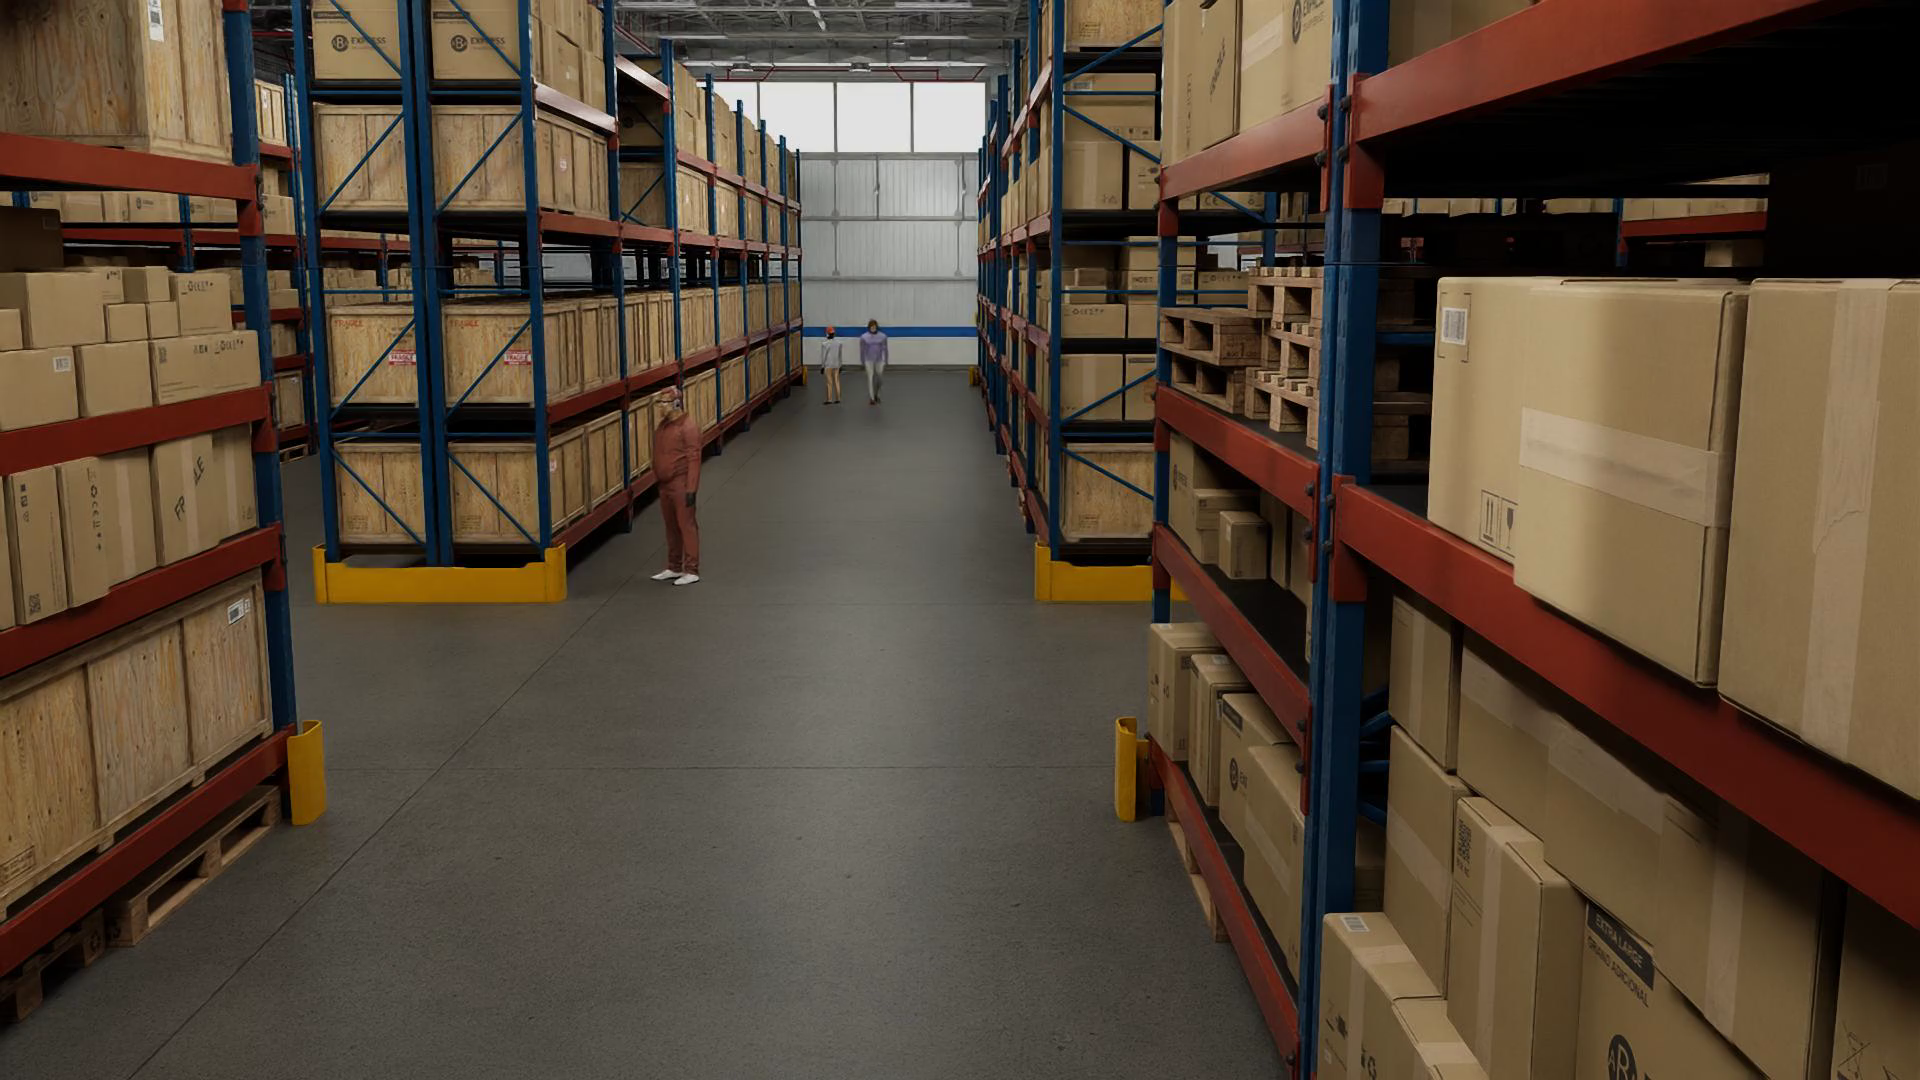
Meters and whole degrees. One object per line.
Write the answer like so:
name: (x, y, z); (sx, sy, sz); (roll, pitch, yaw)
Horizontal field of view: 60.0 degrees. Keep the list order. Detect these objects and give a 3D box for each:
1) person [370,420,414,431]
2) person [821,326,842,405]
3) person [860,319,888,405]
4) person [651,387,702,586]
person: (-7.907, -1.690, 23.203); (0.652, 1.904, 0.403); (-5, 11, -28)
person: (-2.891, -3.901, 37.221); (0.573, 1.749, 0.343); (-8, 12, -40)
person: (-1.912, -3.954, 37.004); (0.658, 1.924, 0.444); (-2, 10, -14)
person: (-2.747, -0.520, 16.020); (0.399, 1.909, 0.642); (-8, 12, -39)
